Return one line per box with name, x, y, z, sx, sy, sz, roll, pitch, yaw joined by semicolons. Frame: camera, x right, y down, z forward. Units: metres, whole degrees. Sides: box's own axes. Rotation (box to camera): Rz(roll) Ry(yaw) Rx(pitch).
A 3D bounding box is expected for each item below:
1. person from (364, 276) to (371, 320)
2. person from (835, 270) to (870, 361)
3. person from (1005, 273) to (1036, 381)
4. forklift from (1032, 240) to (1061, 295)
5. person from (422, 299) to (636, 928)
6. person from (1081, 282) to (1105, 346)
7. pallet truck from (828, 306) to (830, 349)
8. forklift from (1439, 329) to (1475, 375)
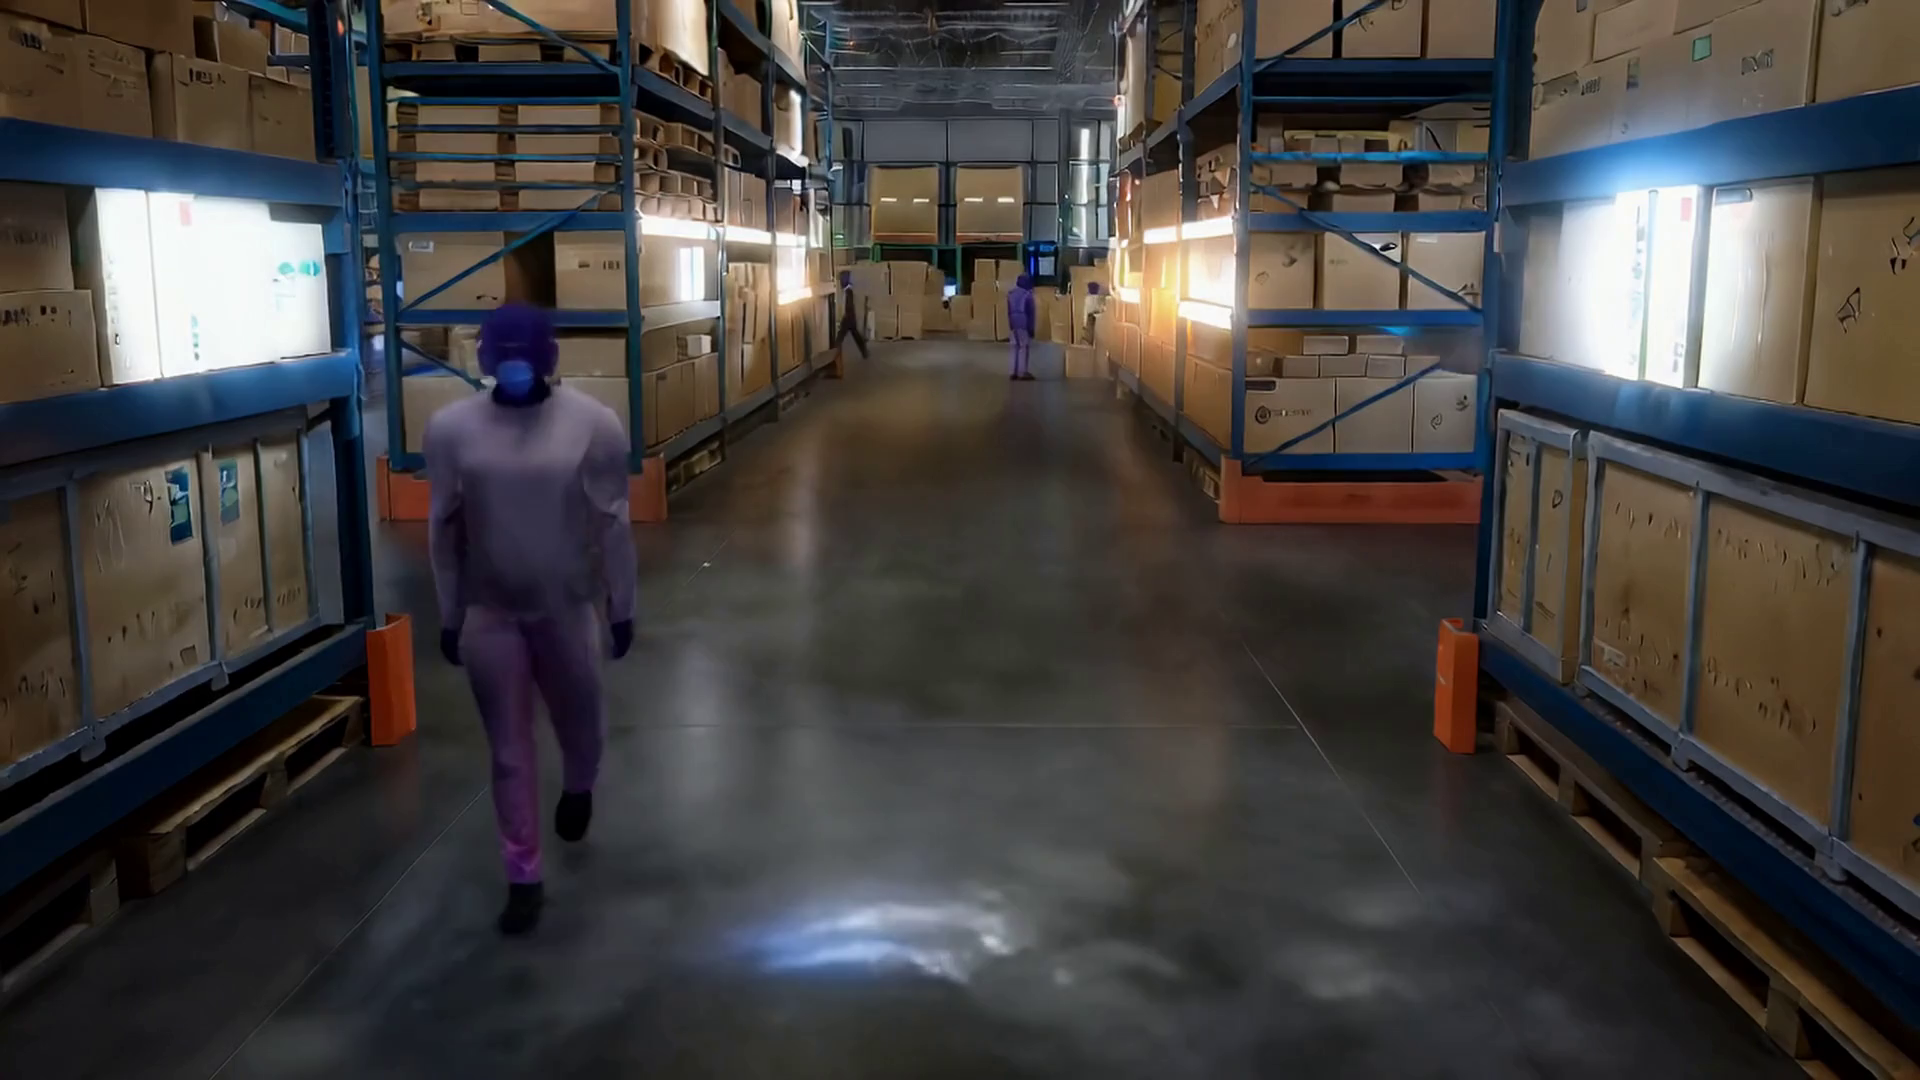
person;-21.163;-8.726;58.883;0.590;1.876;0.997;-7;12;-37
person;-2.292;-4.560;33.919;0.995;1.867;0.598;-1;10;-7
person;1.059;-3.645;28.521;0.430;1.838;0.619;-7;12;-37
forklift;3.173;-9.648;61.355;1.129;2.768;1.873;0;9;1
person;-1.347;0.194;5.295;0.636;1.917;0.771;-1;10;-7
person;2.752;-4.473;34.169;0.528;1.640;0.526;-7;11;-34
pallet truck;-3.100;-3.940;29.800;1.885;1.965;0.823;3;10;19
forklift;7.373;-3.420;24.050;1.129;2.768;1.873;-8;12;-39
